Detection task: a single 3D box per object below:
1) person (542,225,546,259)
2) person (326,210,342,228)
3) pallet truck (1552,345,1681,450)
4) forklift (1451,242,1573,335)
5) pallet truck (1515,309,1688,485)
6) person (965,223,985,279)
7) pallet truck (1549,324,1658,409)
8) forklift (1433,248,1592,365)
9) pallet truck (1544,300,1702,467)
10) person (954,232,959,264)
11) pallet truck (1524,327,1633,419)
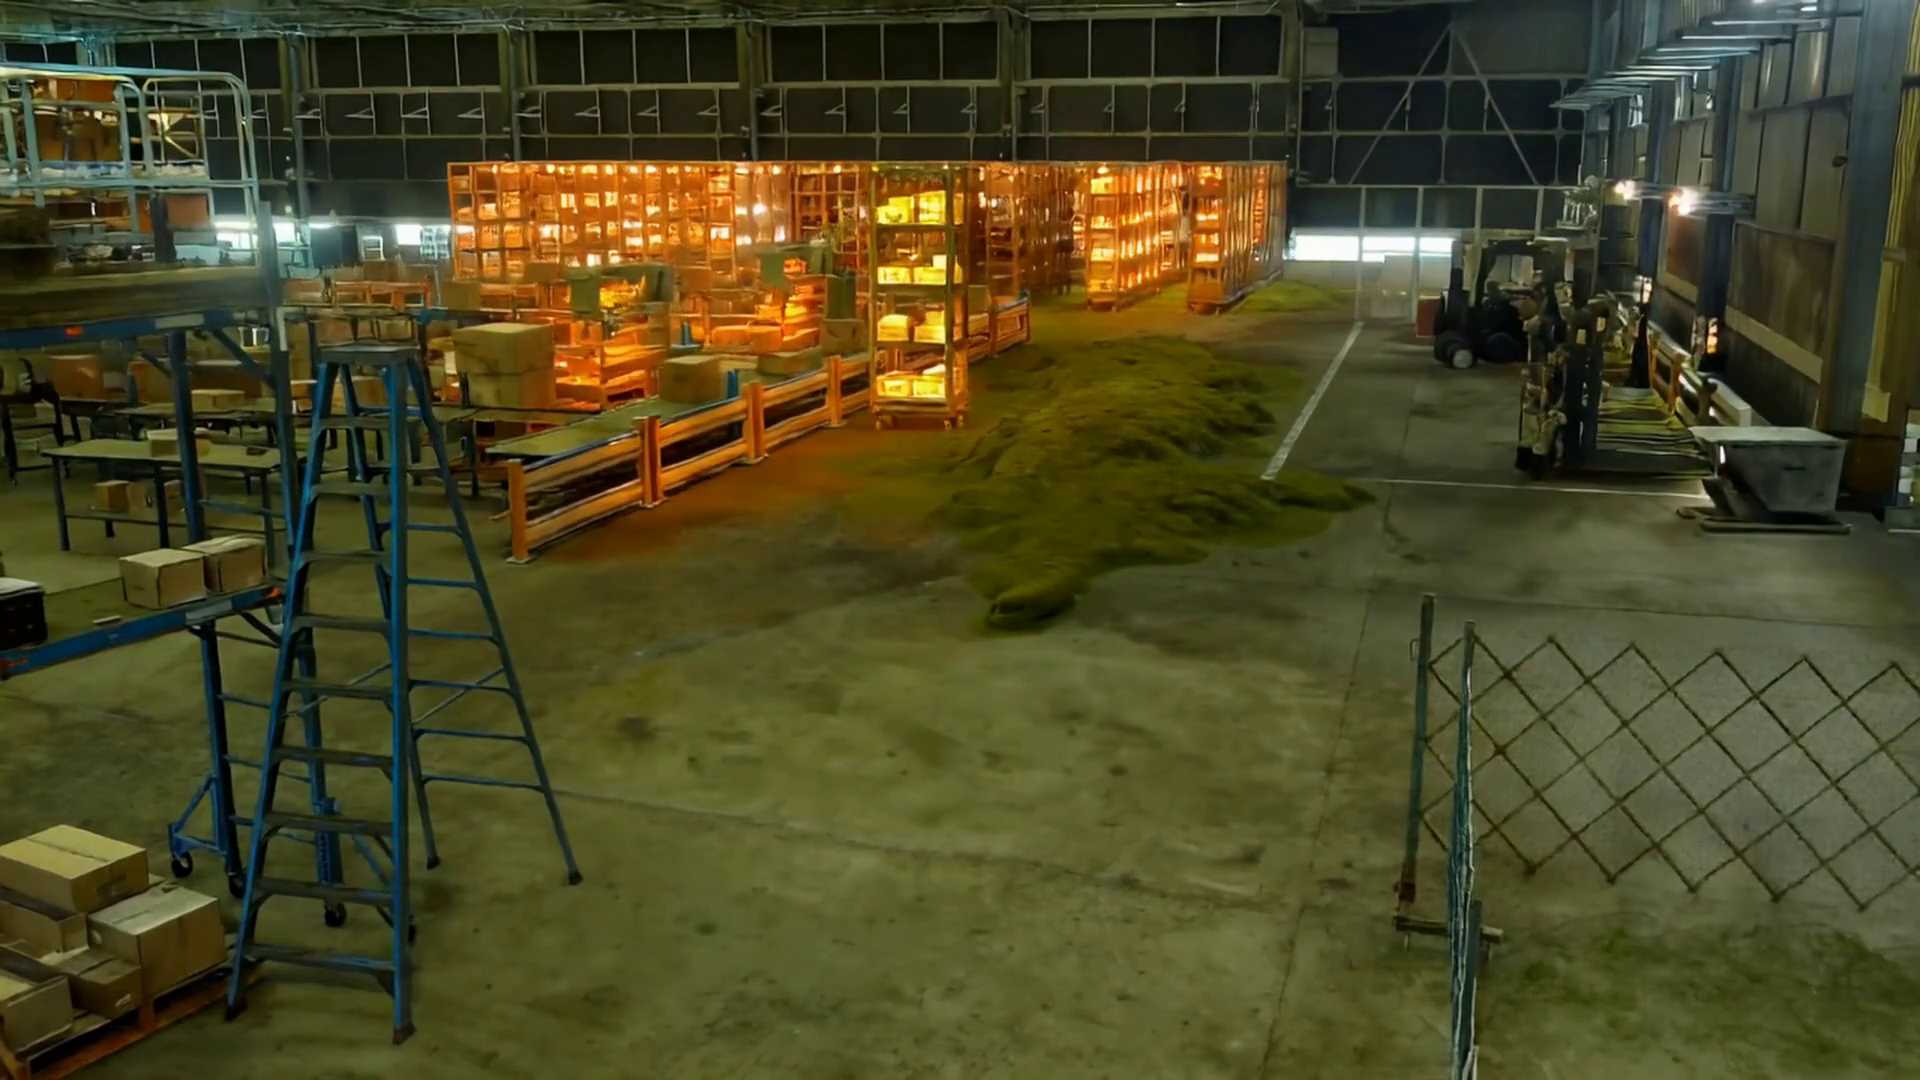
[{"bbox_3d":[-12.486,-8.822,50.335,0.393,1.985,0.610,-1,13,-4],"label":"person"},{"bbox_3d":[-21.835,-10.537,57.944,1.017,1.883,0.619,4,14,18],"label":"person"},{"bbox_3d":[8.641,-1.896,21.908,1.630,1.274,0.653,4,14,16],"label":"pallet truck"},{"bbox_3d":[10.464,-4.597,31.405,2.680,1.987,1.157,4,14,16],"label":"forklift"},{"bbox_3d":[7.554,-1.677,19.446,1.885,1.965,0.823,3,13,14],"label":"pallet truck"},{"bbox_3d":[0.328,-8.536,49.524,0.997,1.788,0.600,4,14,16],"label":"person"},{"bbox_3d":[9.824,-2.669,25.407,1.601,1.201,0.680,4,14,16],"label":"pallet truck"},{"bbox_3d":[9.780,-4.111,29.280,2.680,1.987,1.157,3,13,14],"label":"forklift"},{"bbox_3d":[8.263,-1.952,20.631,1.885,1.965,0.823,5,14,20],"label":"pallet truck"},{"bbox_3d":[-0.129,-8.766,50.542,0.601,1.790,0.578,11,17,39],"label":"person"},{"bbox_3d":[9.065,-2.460,24.370,1.522,1.261,0.704,3,13,14],"label":"pallet truck"}]
